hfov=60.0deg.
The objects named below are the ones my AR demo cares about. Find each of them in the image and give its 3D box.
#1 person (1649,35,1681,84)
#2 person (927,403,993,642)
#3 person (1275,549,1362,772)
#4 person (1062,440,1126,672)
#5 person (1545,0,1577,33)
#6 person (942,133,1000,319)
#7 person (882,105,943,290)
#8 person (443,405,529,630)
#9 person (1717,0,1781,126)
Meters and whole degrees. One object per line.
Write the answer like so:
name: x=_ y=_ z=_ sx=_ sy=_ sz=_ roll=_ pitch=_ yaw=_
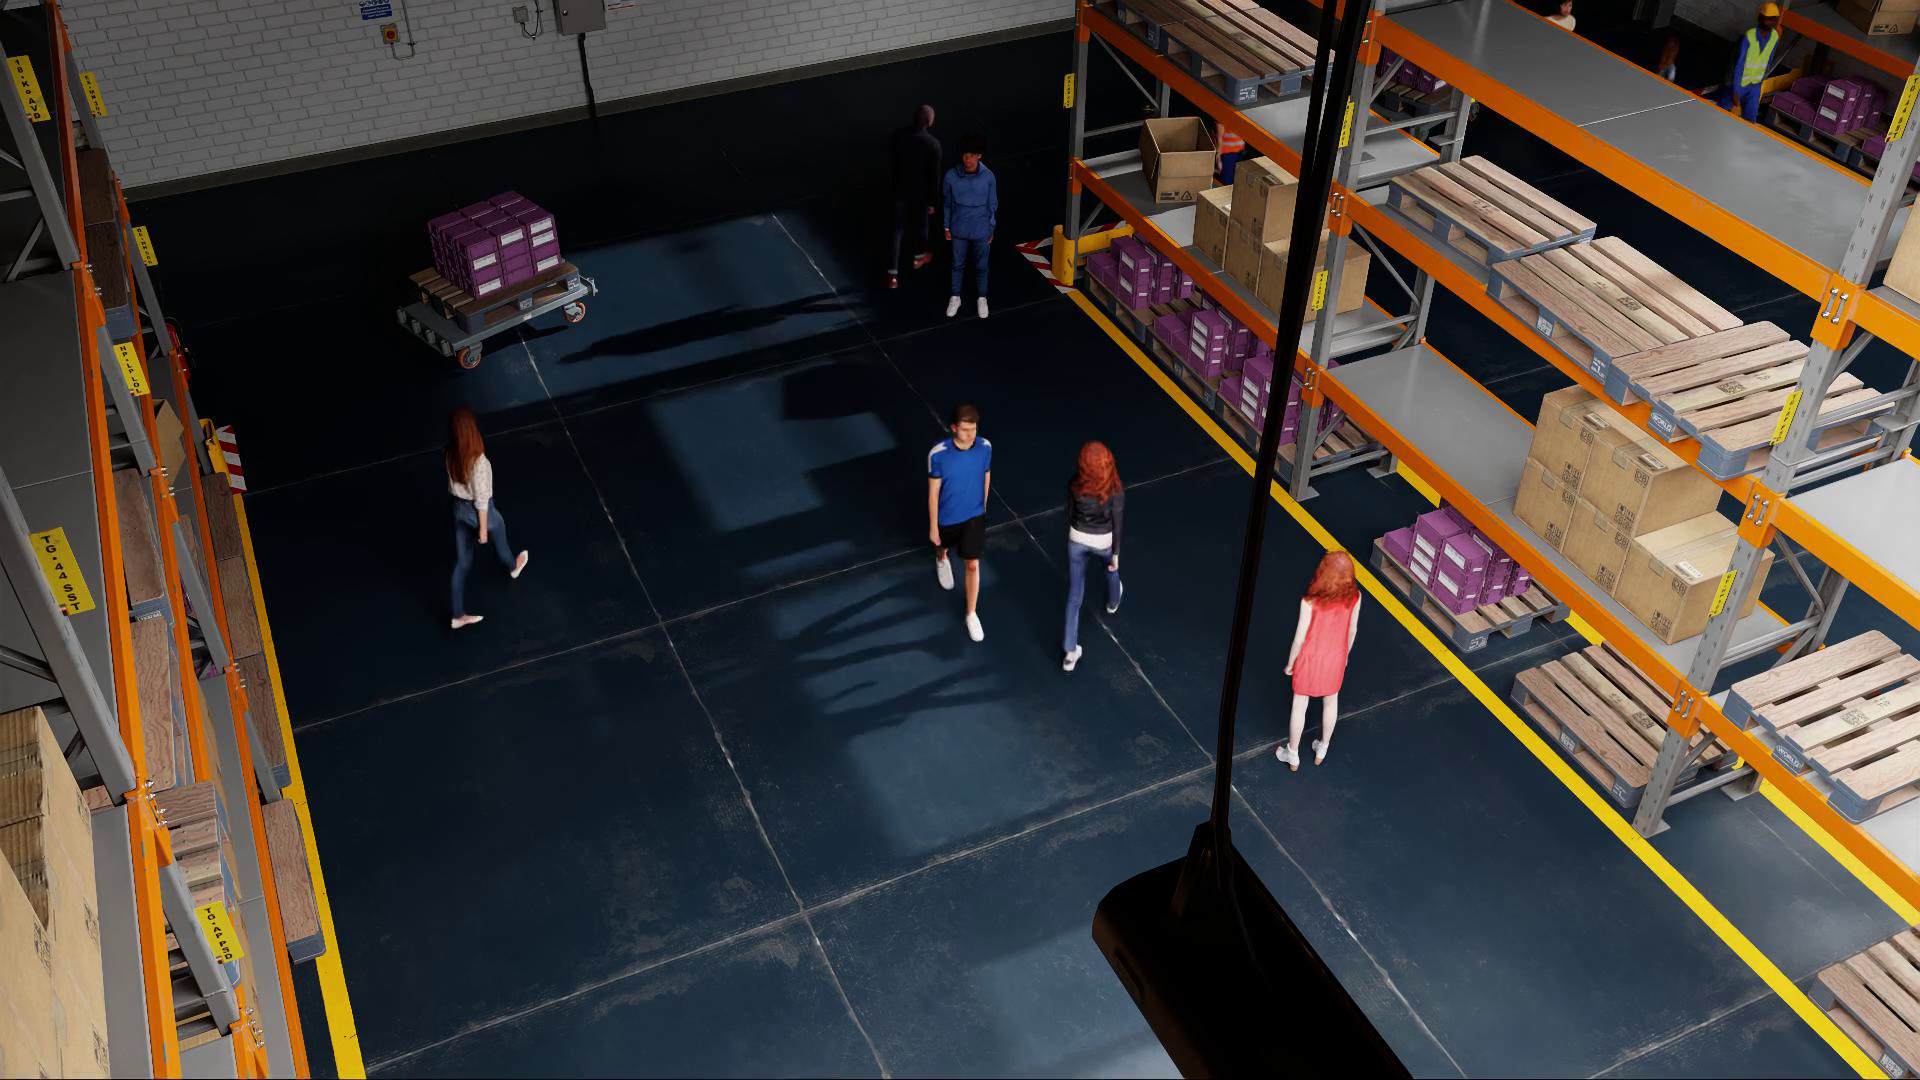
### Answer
person: x=7.498 y=-4.755 z=18.066 sx=0.722 sy=1.461 sz=0.834 roll=-10 pitch=40 yaw=-12
person: x=-0.045 y=-0.255 z=12.143 sx=0.819 sy=1.821 sz=1.287 roll=-10 pitch=40 yaw=-12
person: x=2.347 y=0.790 z=10.831 sx=0.631 sy=1.826 sz=0.573 roll=-8 pitch=39 yaw=-10
person: x=0.893 y=0.139 z=11.728 sx=1.110 sy=1.723 sz=1.226 roll=12 pitch=40 yaw=14
person: x=6.629 y=-5.439 z=18.855 sx=0.848 sy=1.545 sz=1.111 roll=-3 pitch=39 yaw=-3
person: x=0.094 y=-2.941 z=15.515 sx=0.764 sy=1.811 sz=0.754 roll=3 pitch=39 yaw=4
person: x=-0.514 y=-3.252 z=15.937 sx=1.136 sy=1.770 sz=1.233 roll=6 pitch=39 yaw=8
person: x=-3.579 y=-0.105 z=12.082 sx=1.149 sy=1.662 sz=1.170 roll=18 pitch=42 yaw=21
person: x=8.466 y=-4.973 z=18.092 sx=0.900 sy=1.769 sz=1.227 roll=-5 pitch=39 yaw=-6
